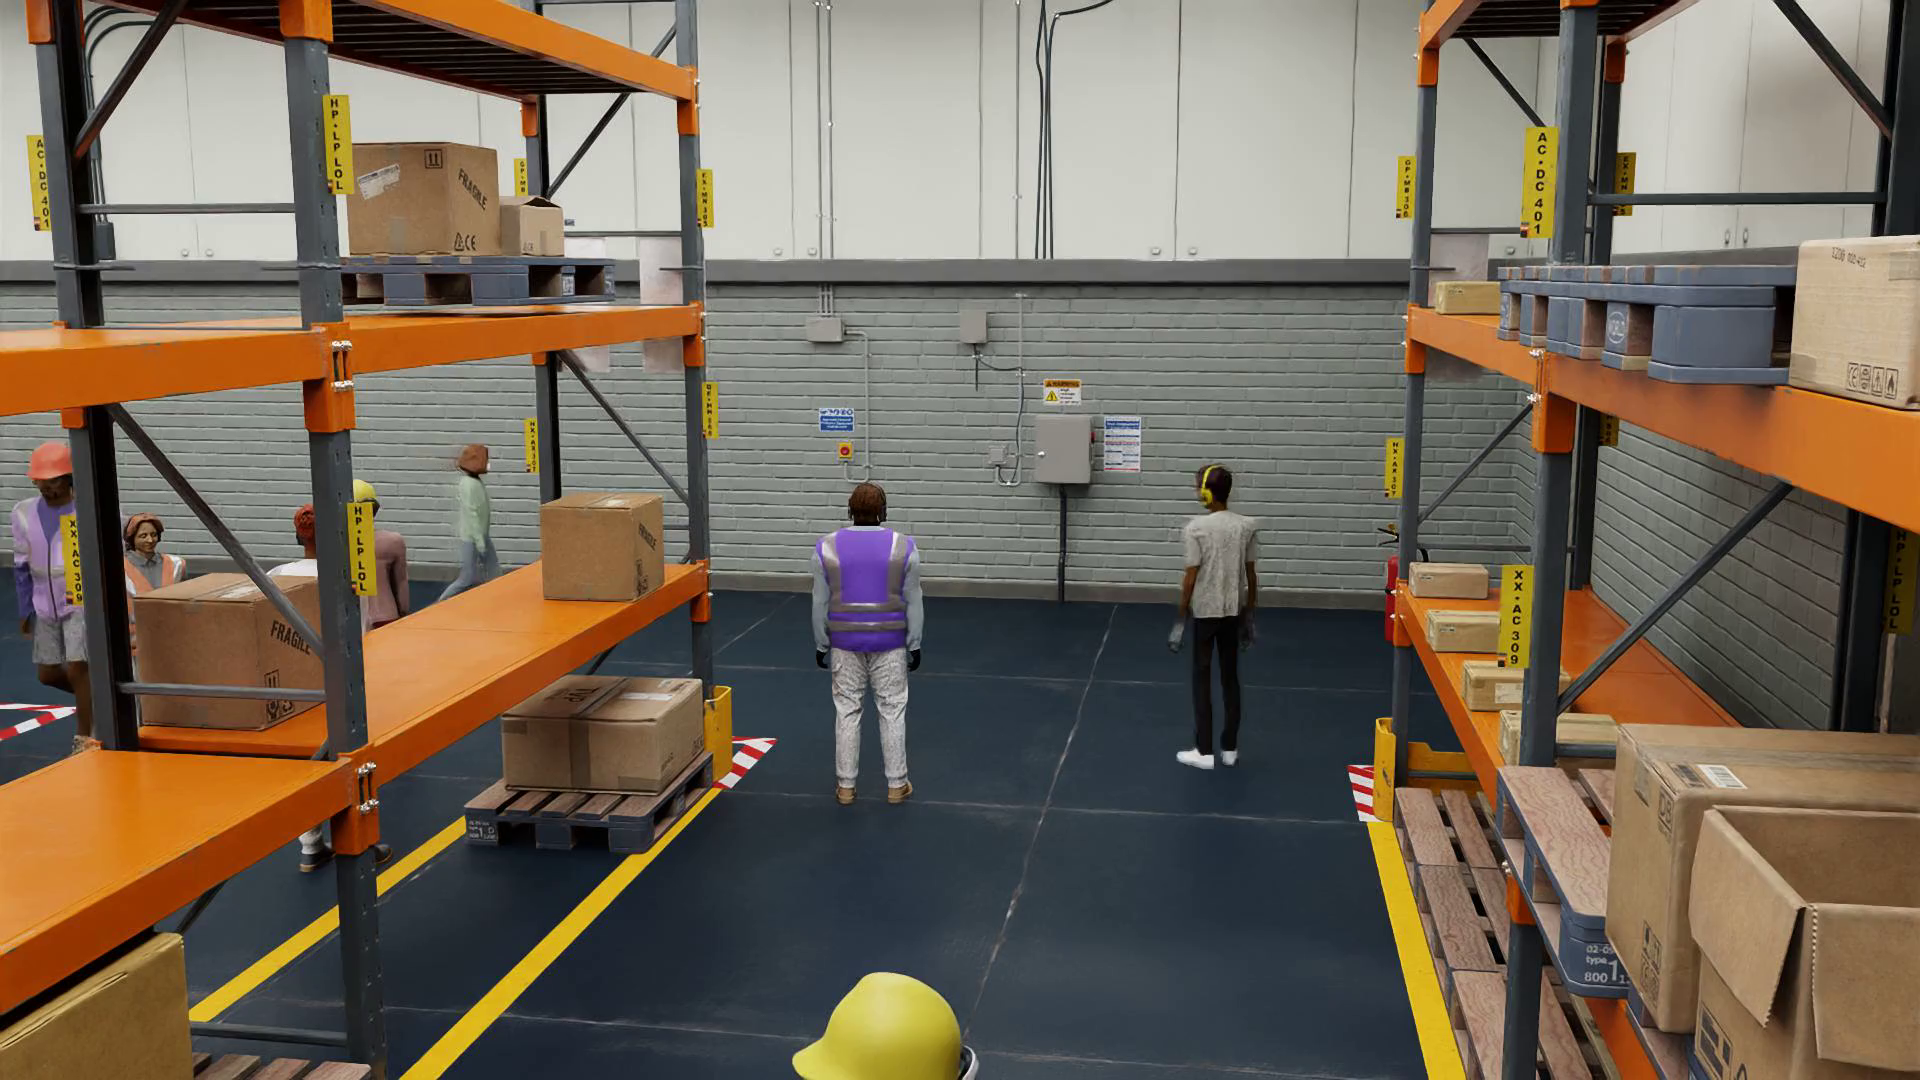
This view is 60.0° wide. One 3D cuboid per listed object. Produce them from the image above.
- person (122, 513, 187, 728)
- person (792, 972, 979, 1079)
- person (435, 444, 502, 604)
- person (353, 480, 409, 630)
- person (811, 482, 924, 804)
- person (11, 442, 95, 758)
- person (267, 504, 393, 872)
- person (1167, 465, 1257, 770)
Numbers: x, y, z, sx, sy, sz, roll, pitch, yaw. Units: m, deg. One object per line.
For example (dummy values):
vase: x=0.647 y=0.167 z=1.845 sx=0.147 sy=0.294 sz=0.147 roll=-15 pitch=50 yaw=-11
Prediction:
person: x=-4.724 y=0.652 z=9.710 sx=0.308 sy=1.641 sz=0.514 roll=7 pitch=11 yaw=36
person: x=-0.126 y=1.645 z=2.978 sx=0.404 sy=1.836 sz=0.599 roll=1 pitch=9 yaw=8
person: x=-4.068 y=-0.003 z=13.829 sx=0.756 sy=1.607 sz=0.503 roll=0 pitch=9 yaw=0
person: x=-3.643 y=0.508 z=10.211 sx=0.535 sy=1.766 sz=0.321 roll=-9 pitch=13 yaw=-43
person: x=-0.521 y=0.588 z=9.483 sx=0.633 sy=1.842 sz=0.429 roll=0 pitch=9 yaw=1
person: x=-5.407 y=0.387 z=10.161 sx=0.610 sy=2.021 sz=0.683 roll=1 pitch=9 yaw=4
person: x=-3.182 y=0.748 z=8.371 sx=0.573 sy=1.883 sz=0.355 roll=2 pitch=9 yaw=10
person: x=1.565 y=0.478 z=10.142 sx=0.585 sy=1.853 sz=0.338 roll=-4 pitch=10 yaw=-22
